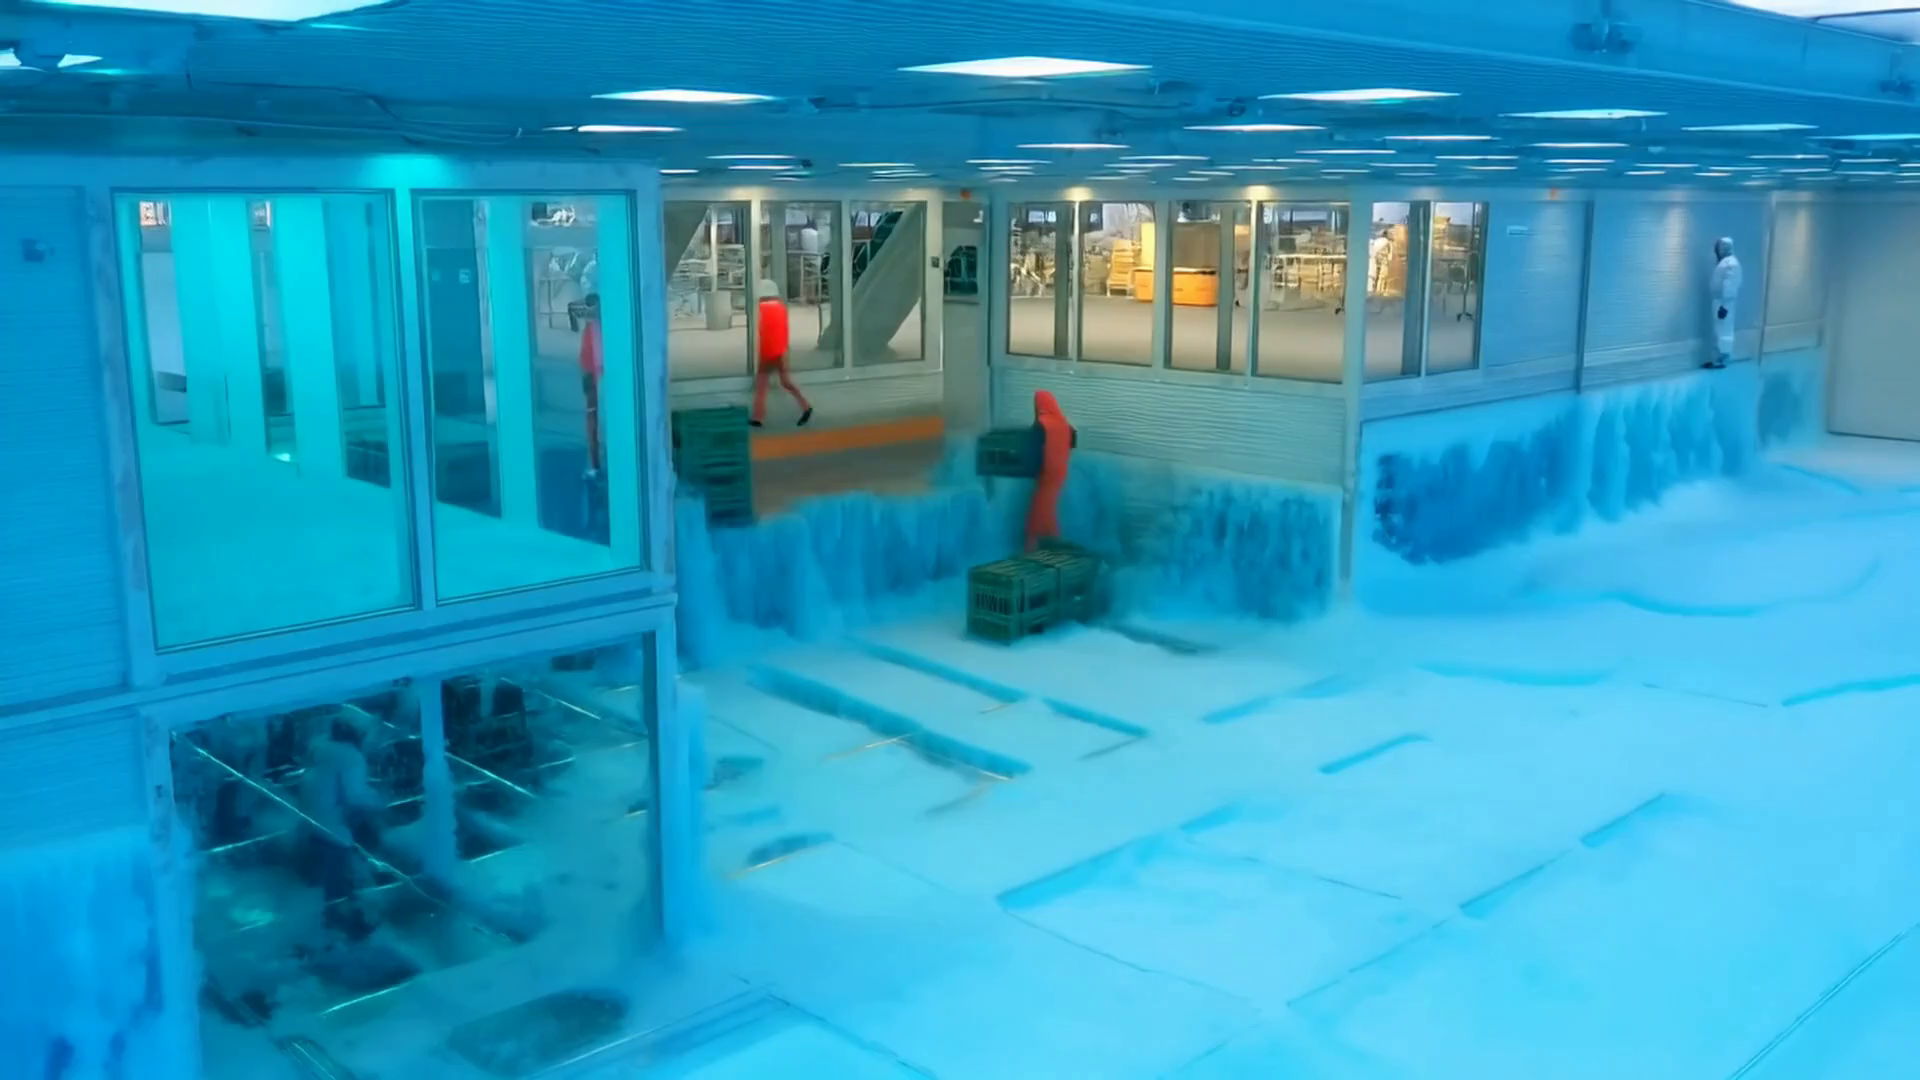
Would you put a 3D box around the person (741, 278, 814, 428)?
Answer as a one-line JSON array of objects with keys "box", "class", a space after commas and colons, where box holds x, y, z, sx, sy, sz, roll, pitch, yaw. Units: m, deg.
[{"box": [-1.944, -1.977, 17.643, 0.776, 1.606, 0.510, 6, 13, 26], "class": "person"}]

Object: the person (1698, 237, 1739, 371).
[{"box": [10.902, -3.379, 23.881, 0.407, 1.913, 0.641, 2, 11, 10], "class": "person"}]
